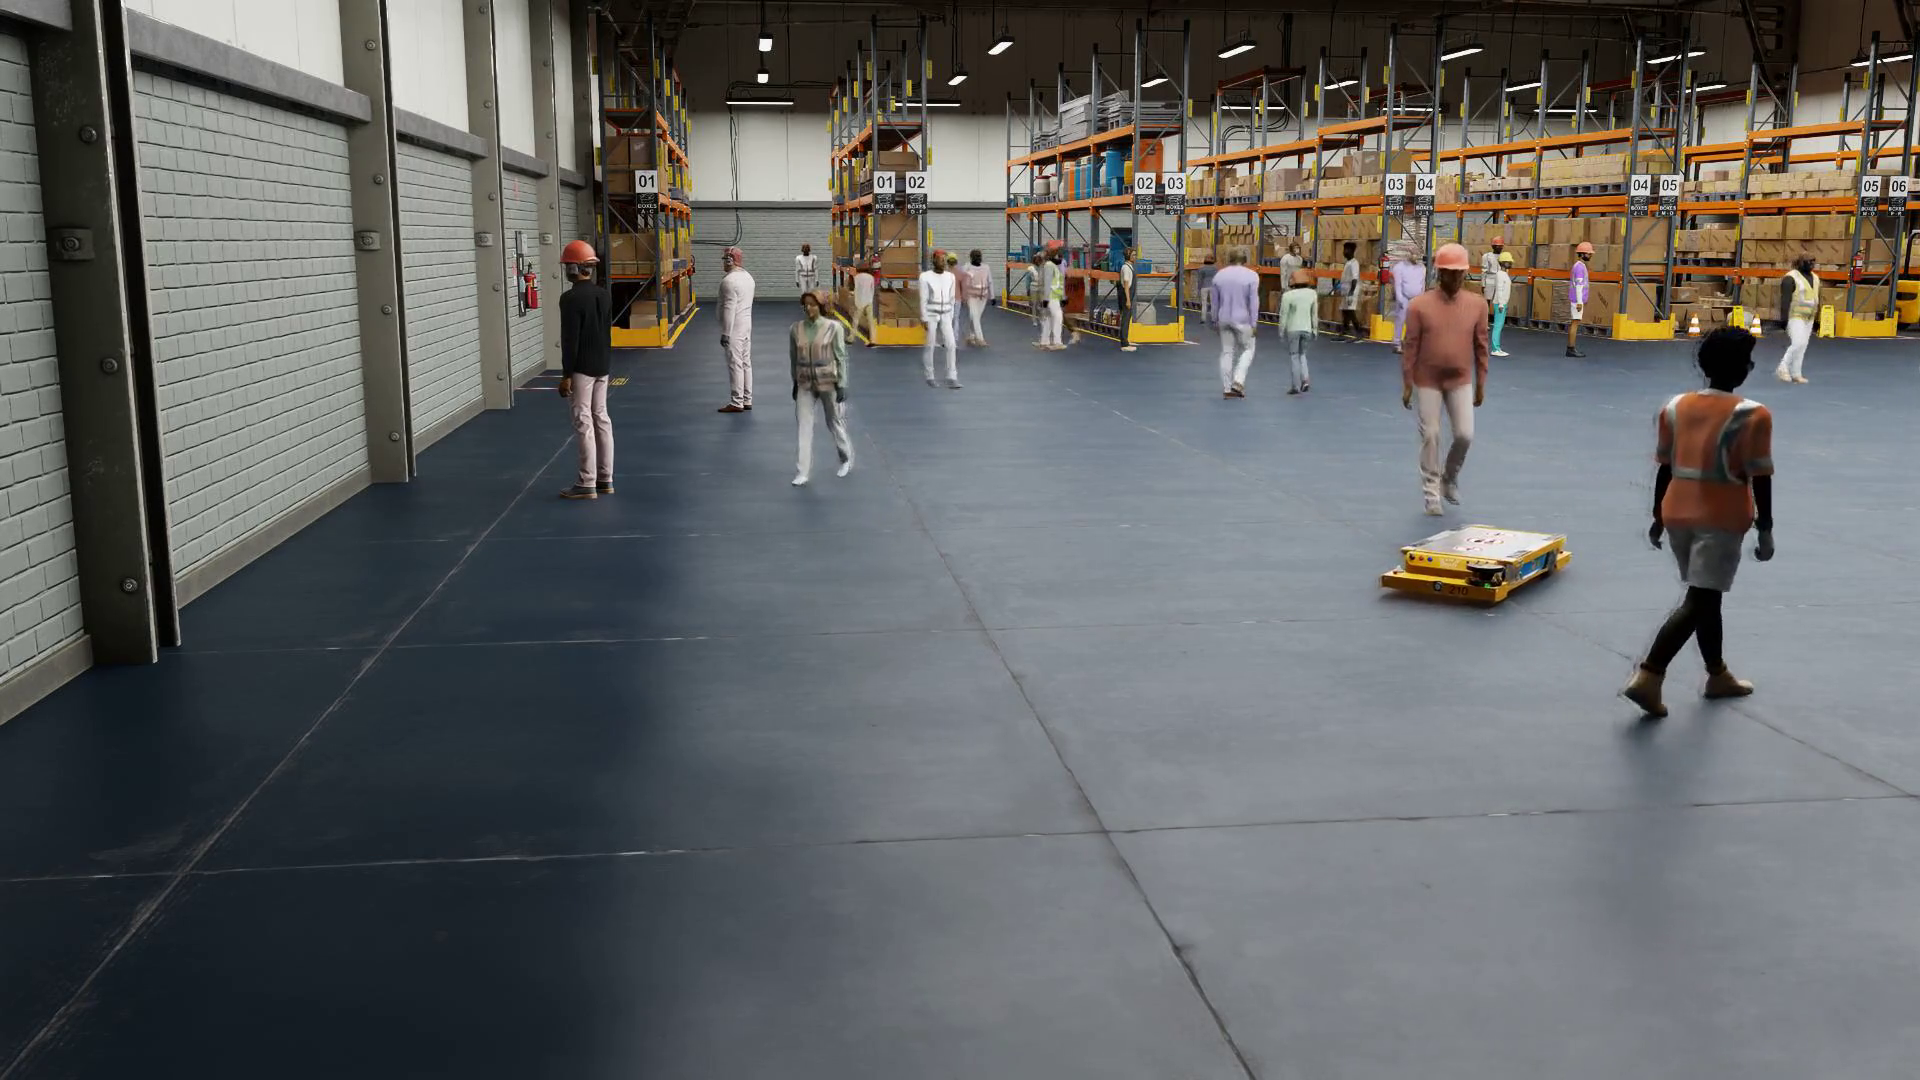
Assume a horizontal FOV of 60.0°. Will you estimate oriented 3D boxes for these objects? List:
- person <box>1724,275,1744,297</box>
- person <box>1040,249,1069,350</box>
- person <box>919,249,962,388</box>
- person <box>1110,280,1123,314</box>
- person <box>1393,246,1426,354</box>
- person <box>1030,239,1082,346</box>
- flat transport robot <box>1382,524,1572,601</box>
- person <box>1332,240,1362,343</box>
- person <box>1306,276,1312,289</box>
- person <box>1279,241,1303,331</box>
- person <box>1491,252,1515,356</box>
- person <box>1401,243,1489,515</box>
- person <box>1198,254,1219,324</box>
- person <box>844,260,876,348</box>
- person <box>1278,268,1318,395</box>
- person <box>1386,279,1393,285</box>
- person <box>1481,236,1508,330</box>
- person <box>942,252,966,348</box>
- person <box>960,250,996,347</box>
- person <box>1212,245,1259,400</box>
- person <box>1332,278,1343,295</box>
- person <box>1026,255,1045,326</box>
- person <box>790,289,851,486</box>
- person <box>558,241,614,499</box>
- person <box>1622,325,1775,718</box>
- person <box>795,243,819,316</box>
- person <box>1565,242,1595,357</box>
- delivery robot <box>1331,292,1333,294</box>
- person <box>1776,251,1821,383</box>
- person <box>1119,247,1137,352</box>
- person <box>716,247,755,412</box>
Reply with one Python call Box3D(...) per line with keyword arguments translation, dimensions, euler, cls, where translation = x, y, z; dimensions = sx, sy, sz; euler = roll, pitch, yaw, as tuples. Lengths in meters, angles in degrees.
Box3D(translation=(20.921, -7.102, 44.883), dimensions=(0.582, 1.918, 0.405), euler=(-2, 10, -10), cls="person")
Box3D(translation=(1.744, -4.325, 29.967), dimensions=(0.633, 1.807, 0.663), euler=(1, 10, 5), cls="person")
Box3D(translation=(-0.257, -2.940, 22.235), dimensions=(0.578, 1.855, 0.790), euler=(-5, 12, -26), cls="person")
Box3D(translation=(4.256, -6.946, 43.849), dimensions=(0.656, 1.970, 0.634), euler=(-2, 10, -9), cls="person")
Box3D(translation=(7.751, -4.092, 28.550), dimensions=(0.639, 1.848, 1.002), euler=(-2, 11, -11), cls="person")
Box3D(translation=(1.841, -4.596, 30.960), dimensions=(0.978, 2.003, 0.646), euler=(-1, 10, -4), cls="person")
Box3D(translation=(3.081, 0.112, 9.832), dimensions=(0.652, 0.197, 1.431), euler=(7, 13, 35), cls="flat transport robot")
Box3D(translation=(7.466, -4.759, 31.924), dimensions=(0.424, 1.973, 0.618), euler=(0, 10, 1), cls="person")
Box3D(translation=(9.879, -7.401, 46.980), dimensions=(0.483, 1.745, 0.306), euler=(0, 10, 2), cls="person")
Box3D(translation=(7.155, -5.476, 35.927), dimensions=(0.628, 1.931, 0.373), euler=(-8, 13, -36), cls="person")
Box3D(translation=(9.263, -4.019, 28.381), dimensions=(0.316, 1.769, 0.525), euler=(5, 11, 25), cls="person")
Box3D(translation=(3.531, -1.166, 12.145), dimensions=(0.630, 1.978, 0.474), euler=(1, 10, 6), cls="person")
Box3D(translation=(5.770, -5.820, 38.616), dimensions=(0.507, 1.632, 0.267), euler=(1, 10, 3), cls="person")
Box3D(translation=(-1.833, -4.339, 30.595), dimensions=(0.507, 1.589, 0.827), euler=(-10, 14, -43), cls="person")
Box3D(translation=(4.328, -2.667, 21.350), dimensions=(0.529, 1.617, 0.348), euler=(-3, 11, -18), cls="person")
Box3D(translation=(13.057, -8.126, 50.652), dimensions=(0.907, 1.869, 0.656), euler=(-1, 10, -7), cls="person")
Box3D(translation=(11.630, -5.566, 36.135), dimensions=(0.606, 2.035, 0.405), euler=(-1, 10, -6), cls="person")
Box3D(translation=(-0.168, -4.356, 30.264), dimensions=(0.540, 1.752, 0.361), euler=(-1, 10, -8), cls="person")
Box3D(translation=(0.304, -4.502, 30.982), dimensions=(0.630, 1.793, 0.982), euler=(-6, 12, -29), cls="person")
Box3D(translation=(3.436, -2.702, 20.727), dimensions=(0.646, 1.923, 0.423), euler=(8, 13, 36), cls="person")
Box3D(translation=(9.198, -6.100, 39.991), dimensions=(0.545, 1.684, 0.546), euler=(-1, 10, -4), cls="person")
Box3D(translation=(1.767, -5.652, 37.719), dimensions=(0.551, 1.619, 0.540), euler=(-1, 10, -6), cls="person")
Box3D(translation=(-1.151, -1.289, 13.861), dimensions=(0.538, 1.608, 0.824), euler=(4, 11, 20), cls="person")
Box3D(translation=(-2.925, -1.320, 12.956), dimensions=(0.381, 1.994, 0.622), euler=(4, 11, 19), cls="person")
Box3D(translation=(3.147, -0.080, 7.076), dimensions=(0.834, 1.667, 0.545), euler=(-5, 11, -23), cls="person")
Box3D(translation=(-3.919, -6.669, 42.612), dimensions=(0.610, 1.872, 0.416), euler=(-2, 10, -8), cls="person")
Box3D(translation=(10.497, -4.059, 28.131), dimensions=(0.374, 1.935, 0.552), euler=(3, 11, 17), cls="person")
Box3D(translation=(11.410, -7.329, 49.588), dimensions=(0.707, 0.478, 0.477), euler=(2, 10, 9), cls="delivery robot")
Box3D(translation=(11.656, -3.074, 23.060), dimensions=(0.628, 1.830, 0.442), euler=(-5, 12, -27), cls="person")
Box3D(translation=(2.995, -4.272, 29.545), dimensions=(0.340, 1.846, 0.513), euler=(1, 10, 7), cls="person")
Box3D(translation=(-2.623, -2.436, 19.318), dimensions=(0.409, 1.907, 0.651), euler=(3, 11, 15), cls="person")
